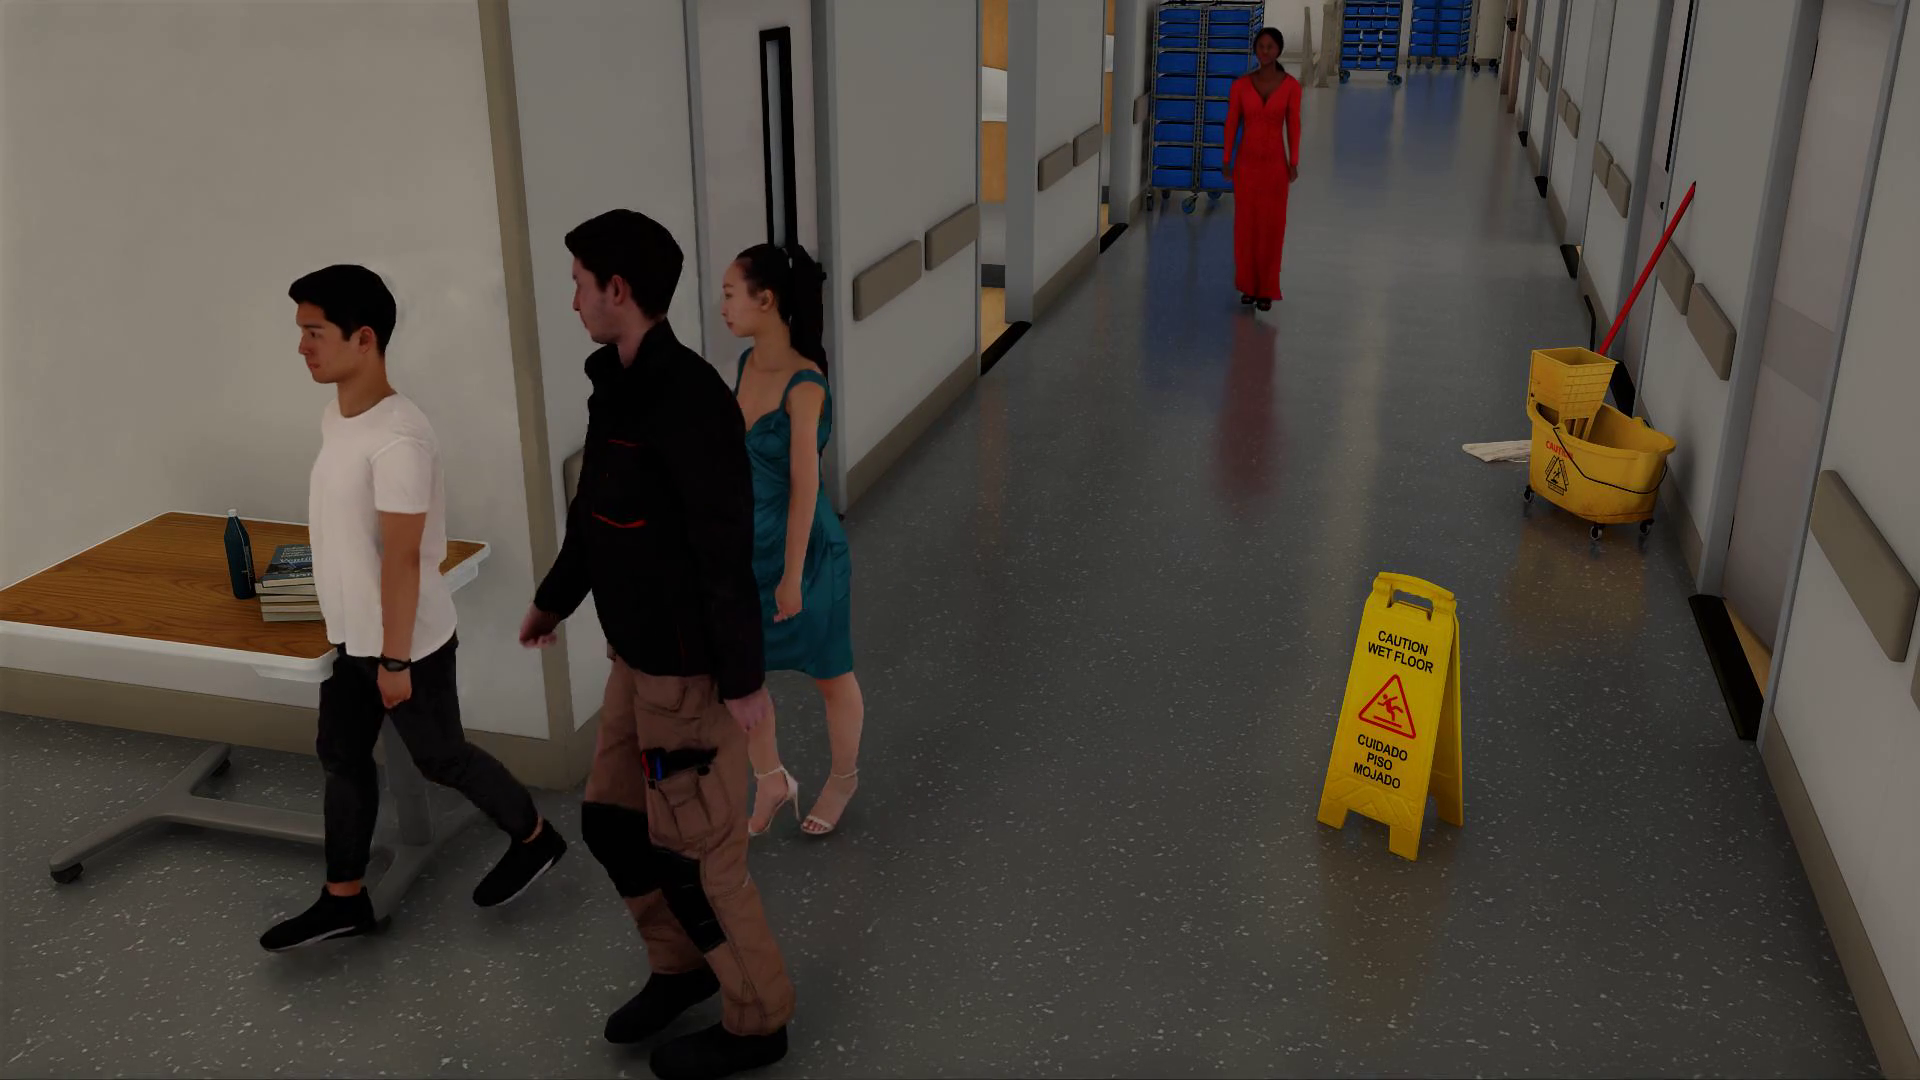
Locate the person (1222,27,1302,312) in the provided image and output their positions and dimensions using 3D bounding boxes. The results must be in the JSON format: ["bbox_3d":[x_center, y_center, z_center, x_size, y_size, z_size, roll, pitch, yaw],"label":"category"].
[{"bbox_3d":[1.963,-2.389,10.769,0.613,1.767,0.832,5,21,14],"label":"person"}]

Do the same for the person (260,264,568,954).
[{"bbox_3d":[-1.314,0.186,4.037,1.106,1.689,0.988,-17,26,-37],"label":"person"}]

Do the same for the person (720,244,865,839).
[{"bbox_3d":[-0.397,0.033,4.510,0.736,1.671,0.779,18,27,39],"label":"person"}]

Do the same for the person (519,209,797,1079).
[{"bbox_3d":[-0.595,0.244,3.638,0.934,1.894,0.875,-17,27,-38],"label":"person"}]
